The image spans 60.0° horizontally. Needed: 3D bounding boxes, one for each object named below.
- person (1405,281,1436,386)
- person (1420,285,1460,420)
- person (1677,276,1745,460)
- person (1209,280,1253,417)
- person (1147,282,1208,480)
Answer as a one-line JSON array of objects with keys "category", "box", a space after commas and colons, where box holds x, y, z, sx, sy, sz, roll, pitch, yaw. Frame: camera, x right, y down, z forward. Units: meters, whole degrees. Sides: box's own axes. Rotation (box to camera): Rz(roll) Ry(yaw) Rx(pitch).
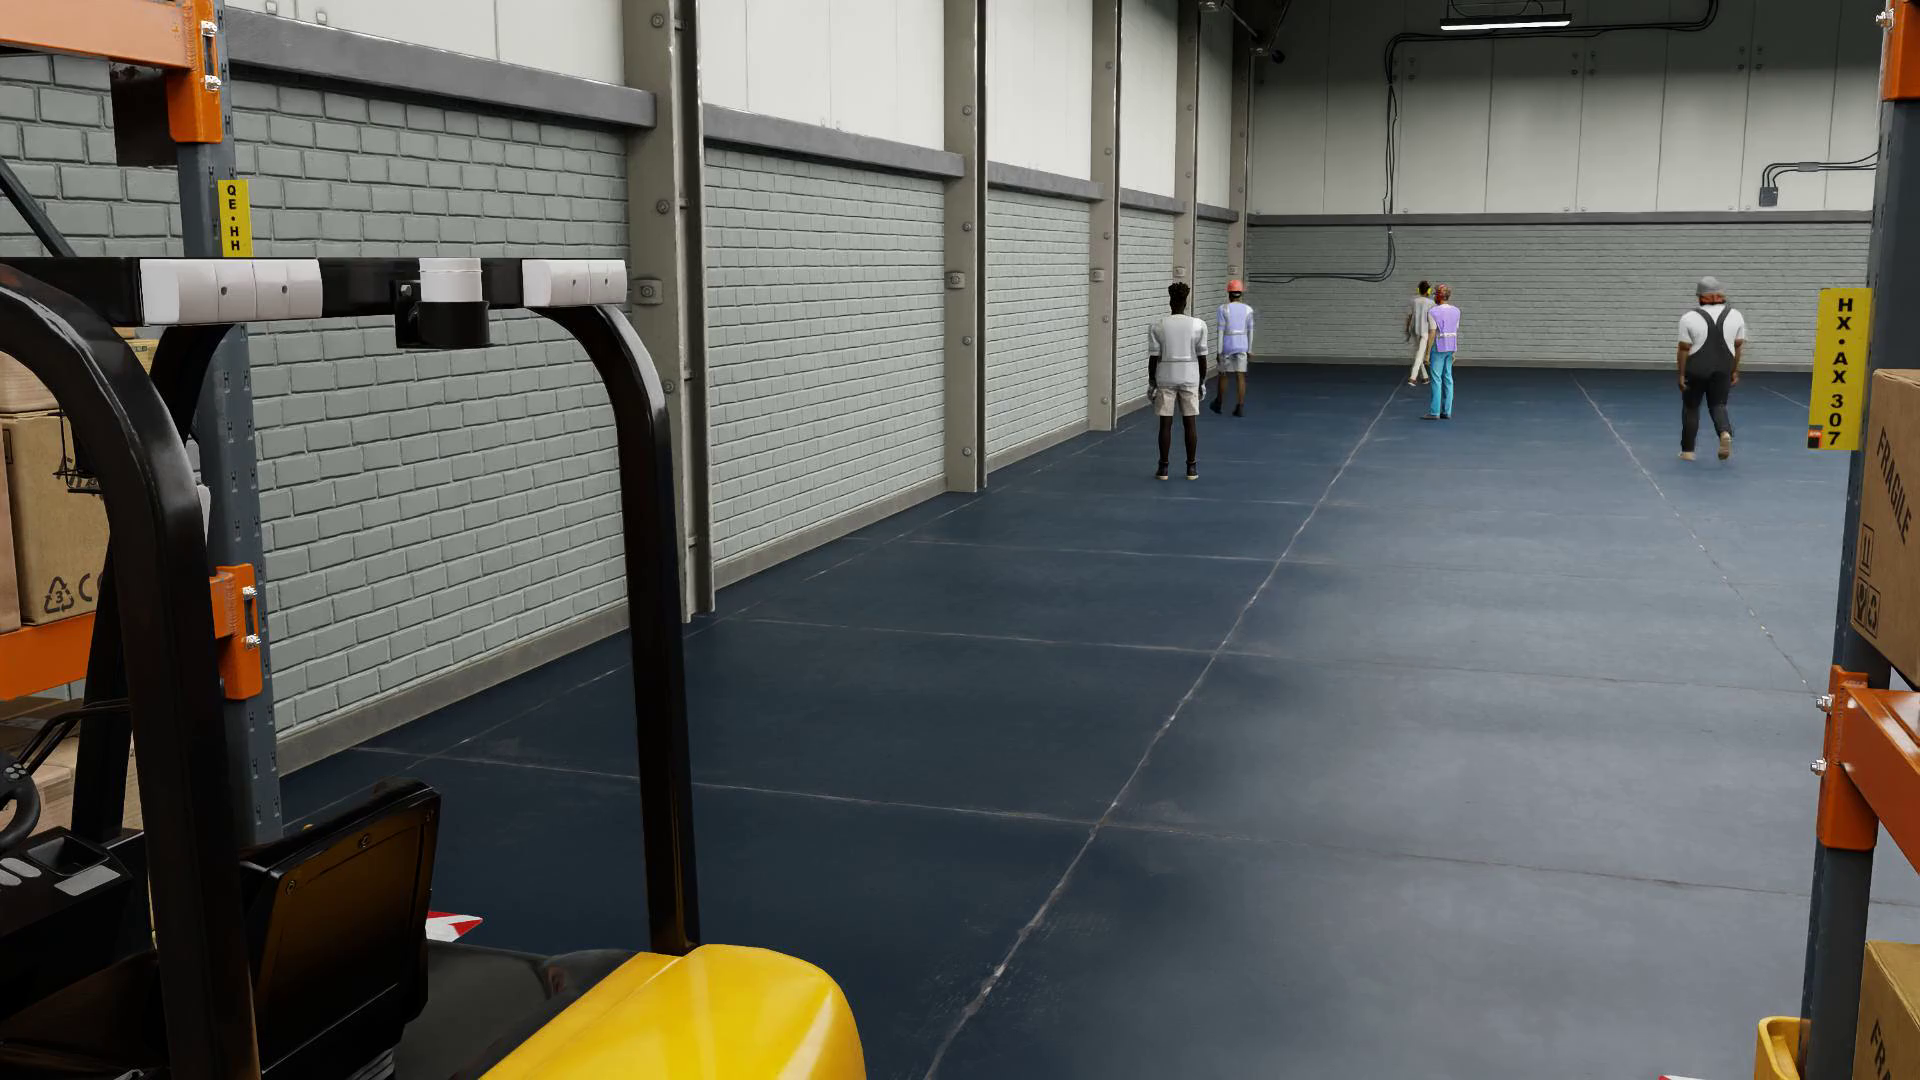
[{"category": "person", "box": [8.120, -3.614, 29.155, 0.546, 1.813, 0.997, 8, 12, 39]}, {"category": "person", "box": [6.590, -2.561, 22.759, 0.568, 1.849, 0.386, -6, 11, -32]}, {"category": "person", "box": [8.082, -1.852, 17.970, 0.689, 2.000, 0.734, 1, 10, 7]}, {"category": "person", "box": [3.833, -2.709, 23.496, 0.562, 1.895, 0.904, -1, 10, -9]}, {"category": "person", "box": [2.158, -1.574, 16.536, 0.602, 1.966, 0.368, 0, 10, 3]}]
